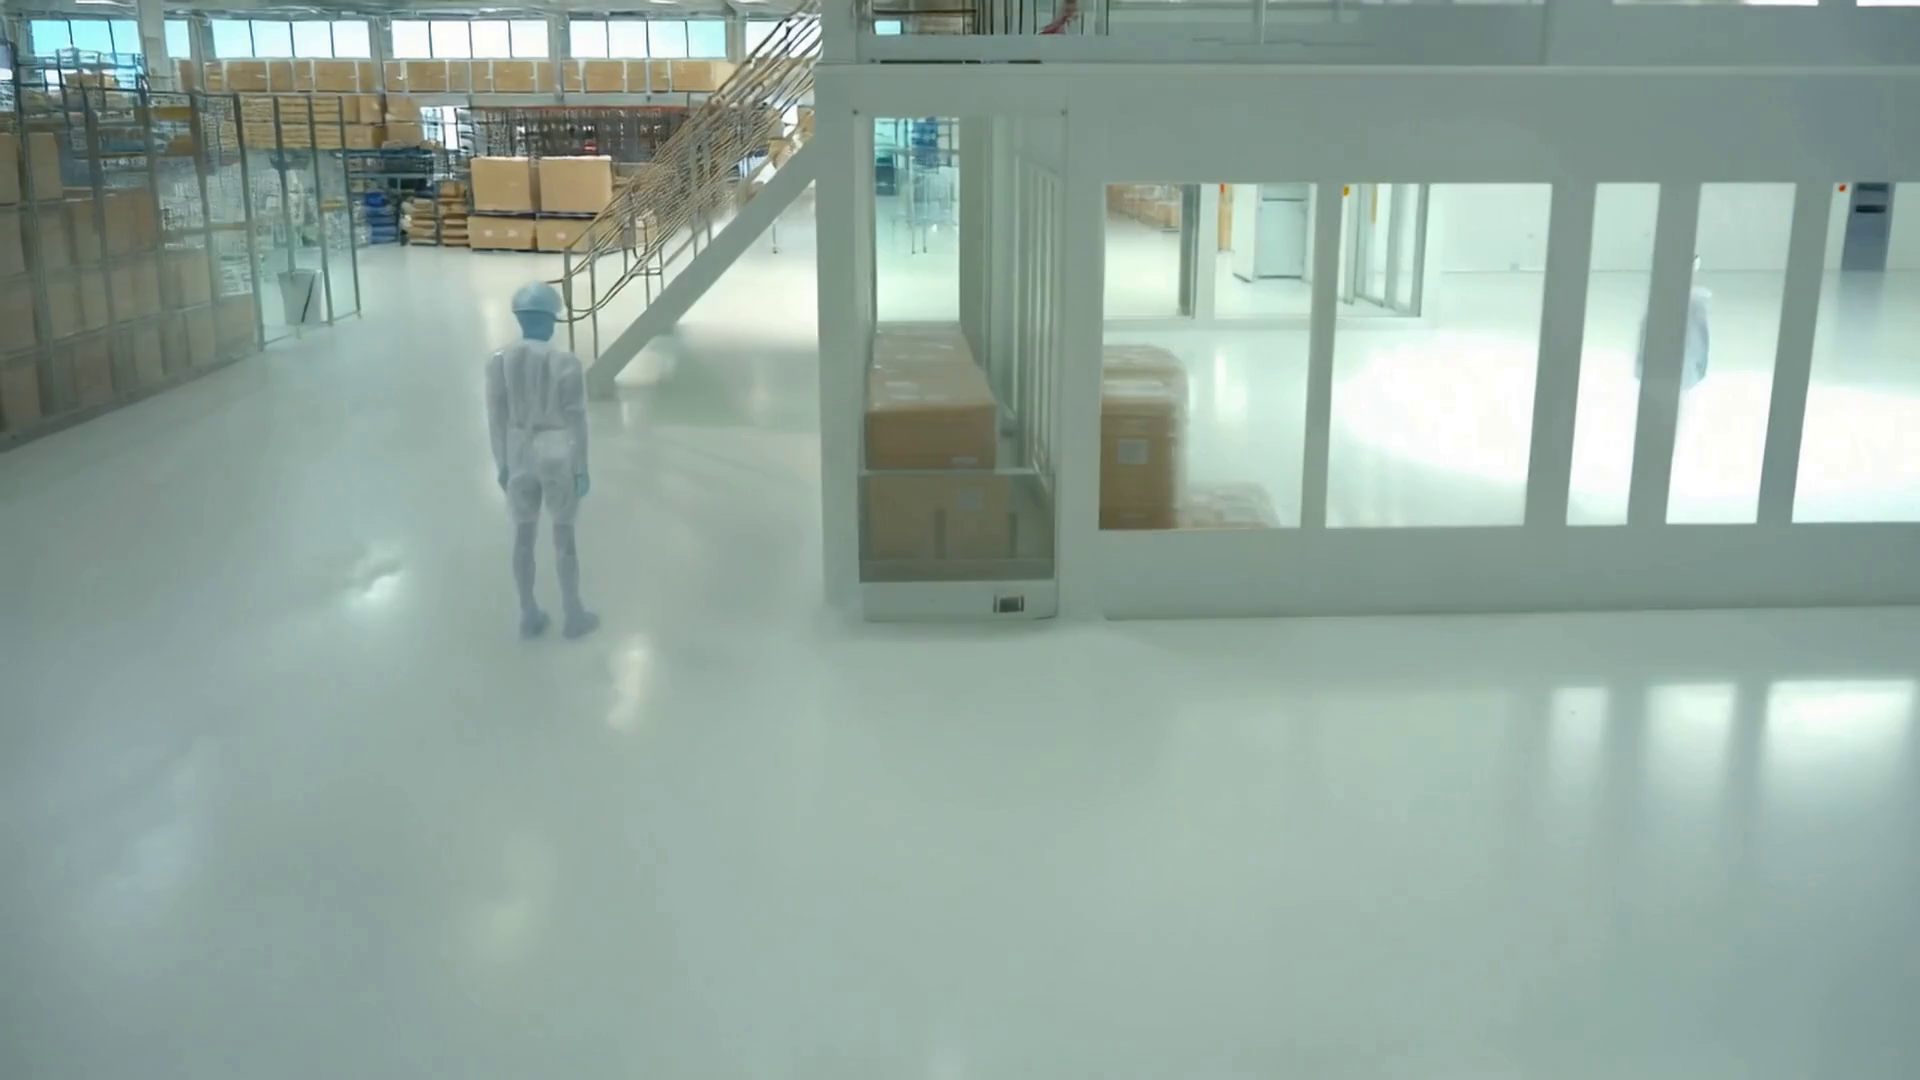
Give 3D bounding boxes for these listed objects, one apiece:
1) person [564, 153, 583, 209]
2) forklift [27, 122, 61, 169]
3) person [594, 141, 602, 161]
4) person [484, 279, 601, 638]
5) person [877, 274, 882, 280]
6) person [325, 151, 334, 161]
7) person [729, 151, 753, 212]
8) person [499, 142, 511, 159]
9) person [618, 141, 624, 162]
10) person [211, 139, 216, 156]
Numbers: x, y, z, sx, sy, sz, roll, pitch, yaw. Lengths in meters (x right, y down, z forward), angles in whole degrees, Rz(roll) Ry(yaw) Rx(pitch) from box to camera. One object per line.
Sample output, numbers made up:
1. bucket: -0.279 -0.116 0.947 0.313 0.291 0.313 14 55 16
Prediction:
1. person: -12.235 -11.334 52.713 0.972 1.866 0.649 5 15 20
2. forklift: -35.376 -14.773 64.377 1.129 2.768 1.873 -1 14 -2
3. person: -18.045 -19.080 83.387 0.382 1.996 0.608 10 17 35
4. person: -2.247 -0.426 8.955 0.547 1.934 0.375 3 14 11
5. person: -1.851 -5.350 28.747 0.971 1.867 0.625 3 14 11
6. person: -22.893 -13.183 60.241 0.665 1.802 0.589 -8 16 -28
7. person: -6.755 -11.256 52.164 1.068 1.989 0.602 3 14 11
8. person: -23.592 -19.721 86.308 0.612 1.816 0.419 -2 14 -8
9. person: -19.157 -21.547 93.602 0.838 1.820 0.570 -2 14 -9
10. person: -40.333 -20.680 89.918 0.424 1.935 0.615 -8 16 -30
